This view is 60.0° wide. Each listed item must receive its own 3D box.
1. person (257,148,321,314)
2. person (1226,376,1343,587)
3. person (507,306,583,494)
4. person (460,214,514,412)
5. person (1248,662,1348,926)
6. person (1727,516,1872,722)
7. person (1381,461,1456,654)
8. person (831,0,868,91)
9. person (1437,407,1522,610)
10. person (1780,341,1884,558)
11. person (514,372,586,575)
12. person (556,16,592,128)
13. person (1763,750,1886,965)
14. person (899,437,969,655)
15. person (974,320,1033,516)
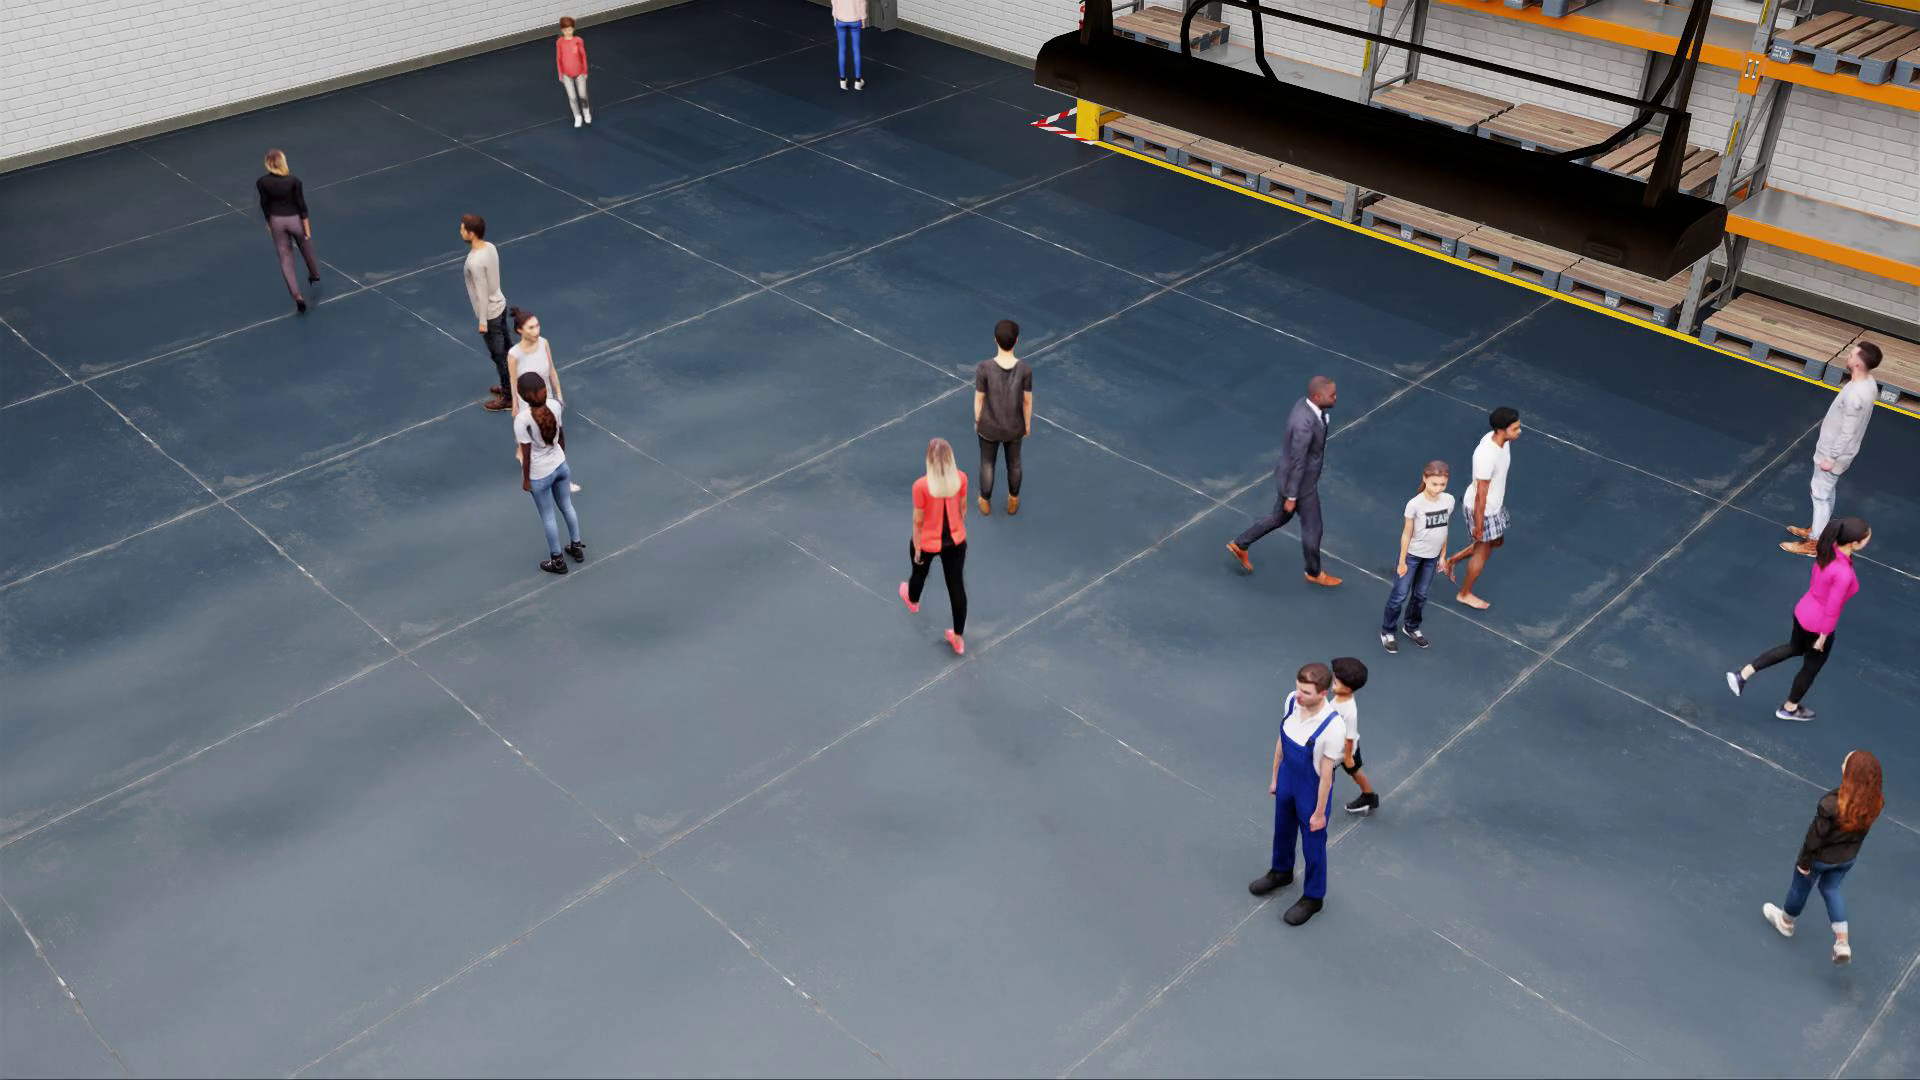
[{"bbox_3d":[-6.747,-3.063,16.691,0.956,1.633,1.120,-7,34,-11],"label":"person"},{"bbox_3d":[2.482,-0.436,12.606,1.271,1.781,1.100,9,35,13],"label":"person"},{"bbox_3d":[-3.620,-1.203,13.955,1.119,1.564,0.708,21,39,28],"label":"person"},{"bbox_3d":[-4.218,-2.052,14.960,0.792,1.865,0.730,0,34,0],"label":"person"},{"bbox_3d":[2.022,1.438,9.725,0.723,1.847,0.572,-19,38,-26],"label":"person"},{"bbox_3d":[5.678,0.546,11.220,0.975,1.679,0.904,1,34,1],"label":"person"},{"bbox_3d":[3.321,0.095,12.004,0.621,1.562,0.644,-9,35,-13],"label":"person"},{"bbox_3d":[-1.511,-7.008,22.507,0.698,1.766,0.770,2,34,3],"label":"person"},{"bbox_3d":[3.834,-0.263,12.411,0.805,1.708,0.756,16,37,22],"label":"person"},{"bbox_3d":[6.843,-0.715,12.972,0.602,1.839,0.715,21,39,28],"label":"person"},{"bbox_3d":[-3.171,-0.527,12.797,0.566,1.719,0.619,22,40,30],"label":"person"},{"bbox_3d":[-4.961,-6.036,21.369,0.643,1.406,0.702,-2,34,-3],"label":"person"},{"bbox_3d":[5.016,1.818,9.494,0.828,1.471,0.939,-7,34,-10],"label":"person"},{"bbox_3d":[-0.106,0.081,11.941,0.885,1.655,1.141,-13,36,-19],"label":"person"},{"bbox_3d":[0.343,-0.971,13.473,0.699,1.711,0.754,-1,34,-1],"label":"person"}]
